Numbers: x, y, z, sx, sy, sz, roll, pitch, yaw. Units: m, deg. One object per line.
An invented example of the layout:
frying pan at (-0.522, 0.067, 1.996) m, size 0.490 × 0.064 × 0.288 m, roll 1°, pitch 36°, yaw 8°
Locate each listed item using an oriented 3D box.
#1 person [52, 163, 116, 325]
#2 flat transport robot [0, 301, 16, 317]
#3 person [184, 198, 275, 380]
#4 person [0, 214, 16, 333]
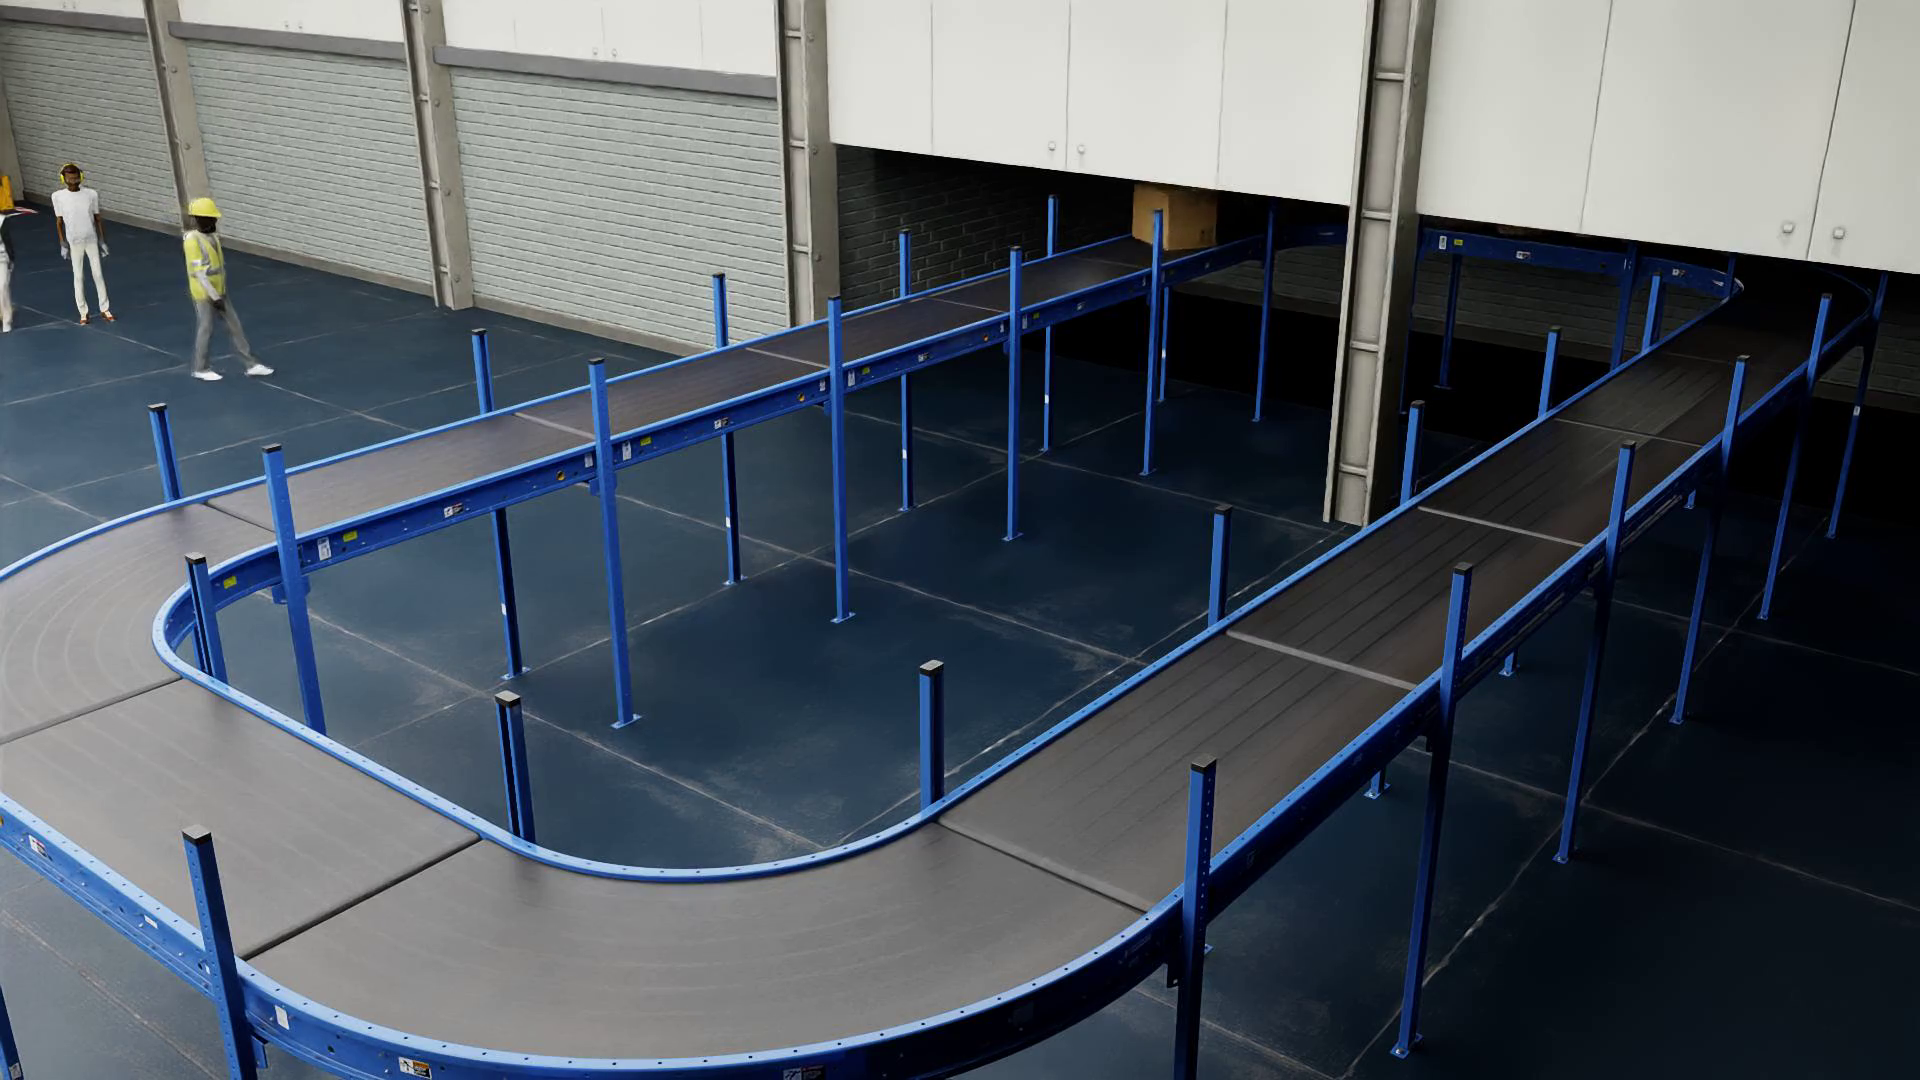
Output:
person at (-10.243, -3.458, 19.433) m, size 0.508 × 1.865 × 0.328 m, roll -15°, pitch 26°, yaw -33°
flat transport robot at (-12.083, -2.721, 19.699) m, size 1.431 × 0.197 × 0.652 m, roll 0°, pitch 22°, yaw -1°
person at (-7.654, -2.567, 17.130) m, size 0.785 × 1.889 × 0.607 m, roll 2°, pitch 22°, yaw 4°
person at (-11.113, -3.196, 19.079) m, size 0.542 × 1.625 × 0.368 m, roll -5°, pitch 22°, yaw -13°
